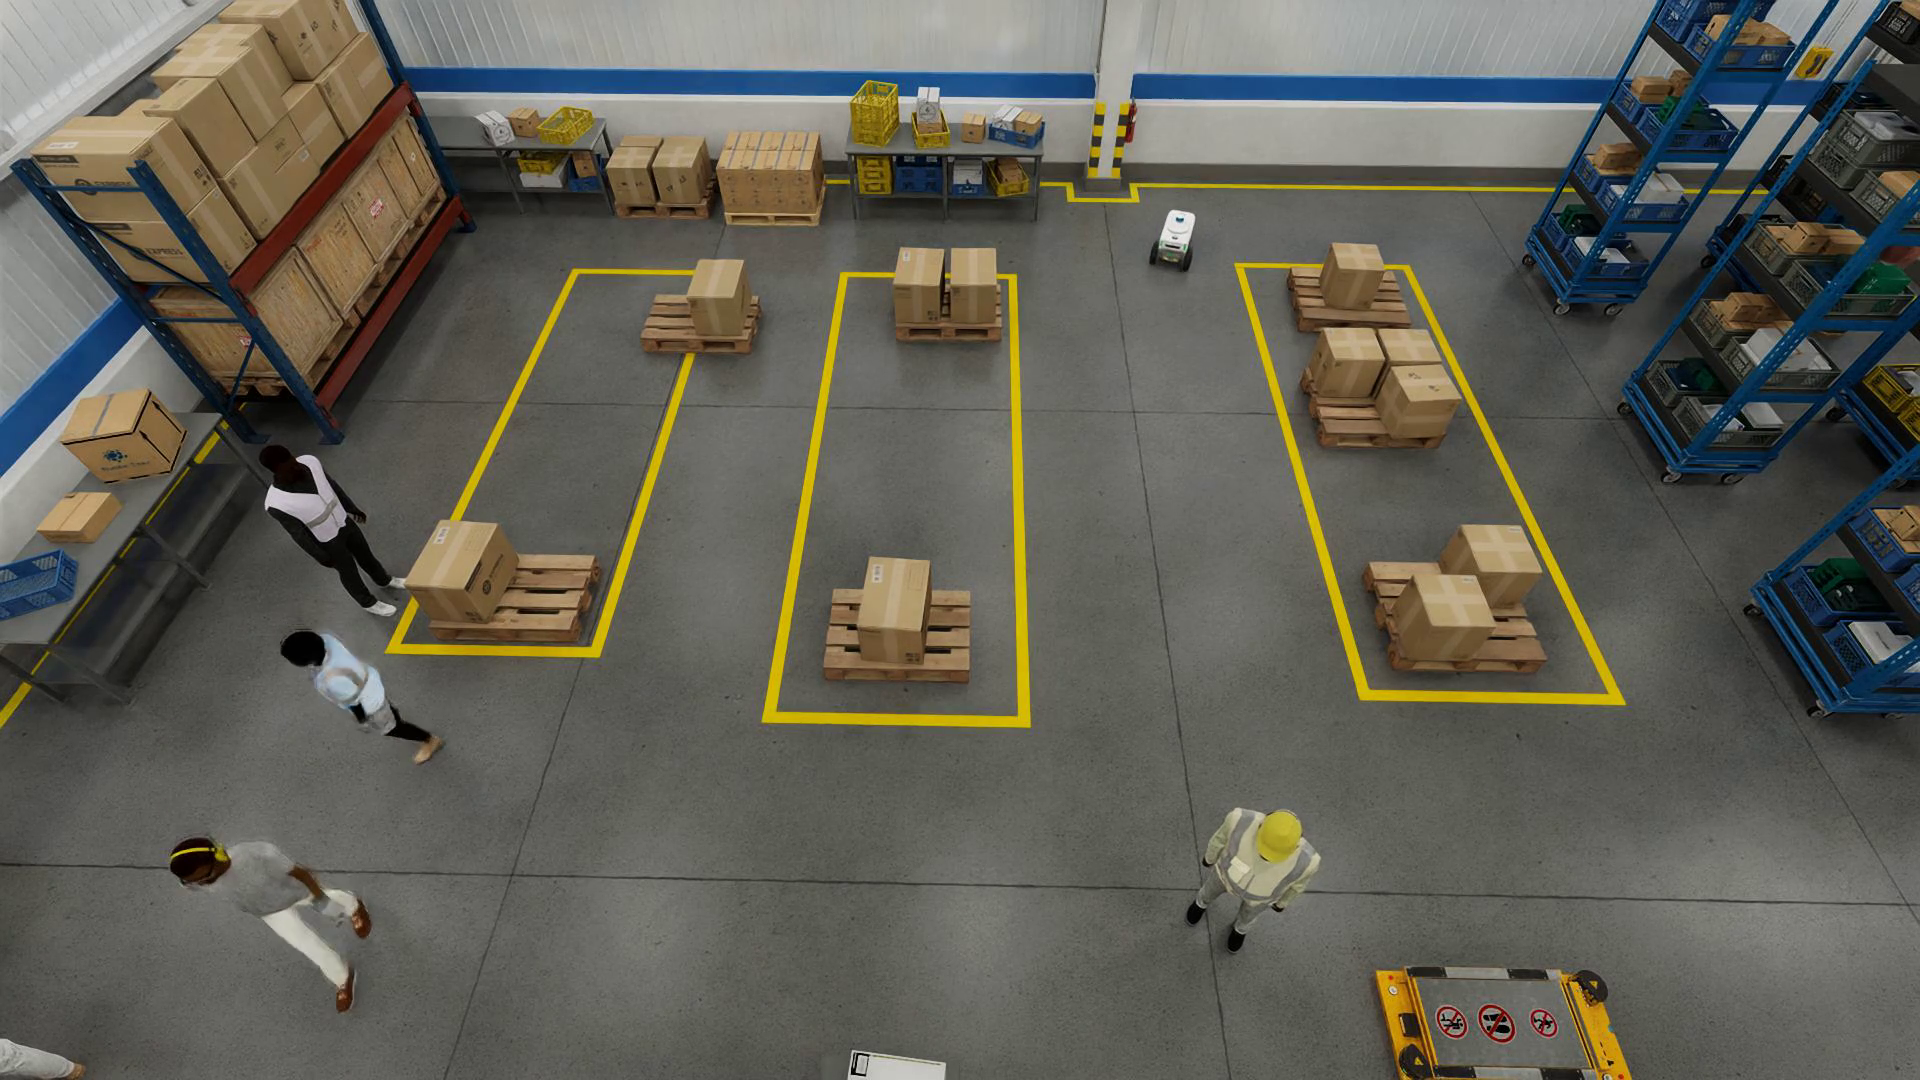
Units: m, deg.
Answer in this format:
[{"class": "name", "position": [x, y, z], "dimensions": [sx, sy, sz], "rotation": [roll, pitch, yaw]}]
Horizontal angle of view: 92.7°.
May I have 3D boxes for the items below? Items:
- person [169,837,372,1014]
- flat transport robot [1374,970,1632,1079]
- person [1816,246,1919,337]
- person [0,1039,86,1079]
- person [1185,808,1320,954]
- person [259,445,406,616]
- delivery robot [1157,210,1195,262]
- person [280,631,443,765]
[{"class": "person", "position": [-4.131, 2.248, 5.637], "dimensions": [0.538, 1.847, 0.672], "rotation": [-24, 55, -18]}, {"class": "flat transport robot", "position": [3.501, 3.133, 5.914], "dimensions": [1.431, 0.197, 0.652], "rotation": [1, 51, 1]}, {"class": "person", "position": [10.083, -3.109, 9.902], "dimensions": [0.392, 1.990, 0.612], "rotation": [19, 53, 15]}, {"class": "person", "position": [-5.694, 2.949, 5.056], "dimensions": [0.429, 1.847, 0.625], "rotation": [-6, 51, -5]}, {"class": "person", "position": [1.807, 2.115, 5.751], "dimensions": [0.595, 1.823, 0.403], "rotation": [28, 56, 21]}, {"class": "person", "position": [-5.147, -0.082, 7.489], "dimensions": [0.385, 1.911, 0.595], "rotation": [2, 51, 2]}, {"class": "delivery robot", "position": [2.678, -3.787, 11.315], "dimensions": [0.477, 0.478, 0.707], "rotation": [14, 52, 11]}, {"class": "person", "position": [-4.359, 1.098, 6.681], "dimensions": [0.342, 1.686, 0.648], "rotation": [-29, 57, -22]}]
